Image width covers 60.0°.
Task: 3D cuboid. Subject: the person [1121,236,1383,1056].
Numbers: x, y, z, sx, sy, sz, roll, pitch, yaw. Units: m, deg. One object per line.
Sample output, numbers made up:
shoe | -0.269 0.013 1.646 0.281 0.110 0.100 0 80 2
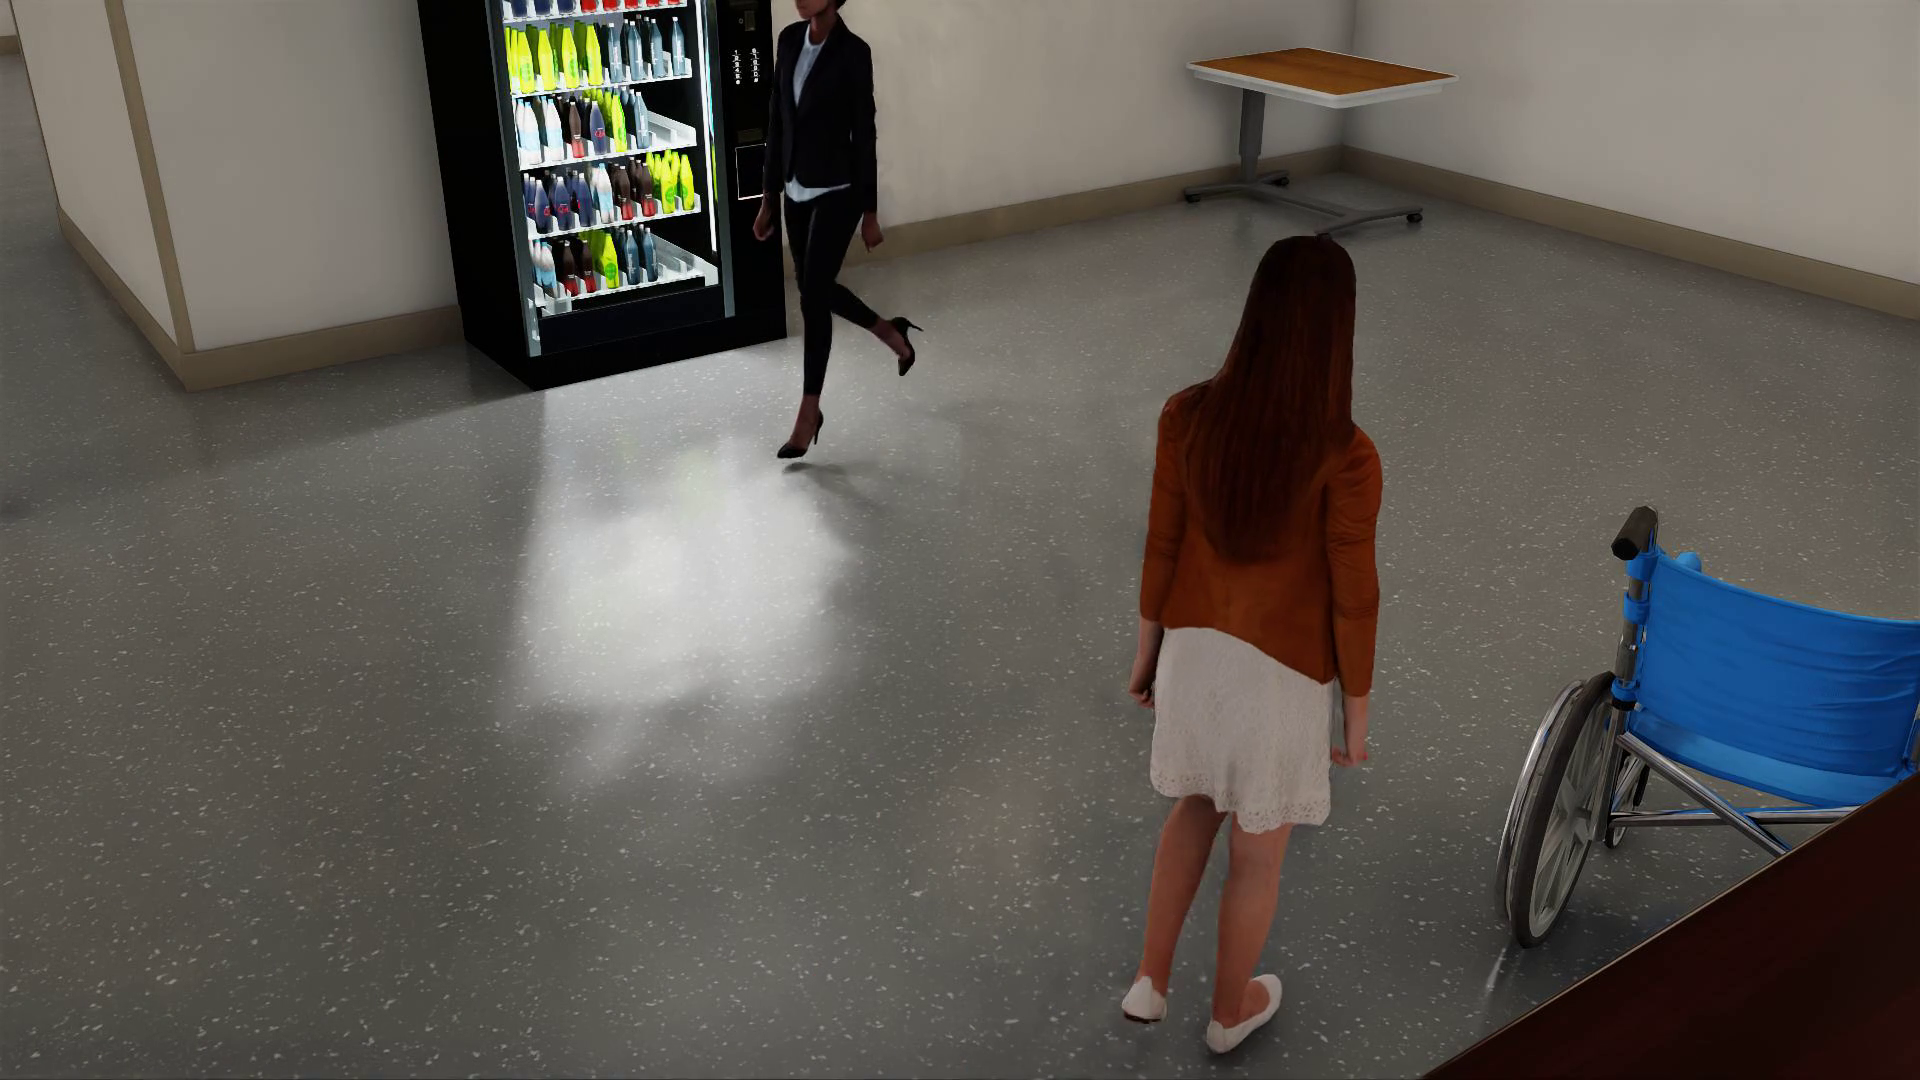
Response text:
person | 0.492 0.299 3.096 0.744 1.707 0.810 18 31 32

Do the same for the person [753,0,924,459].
person | -0.443 -1.222 6.134 0.782 1.808 1.129 21 33 37
